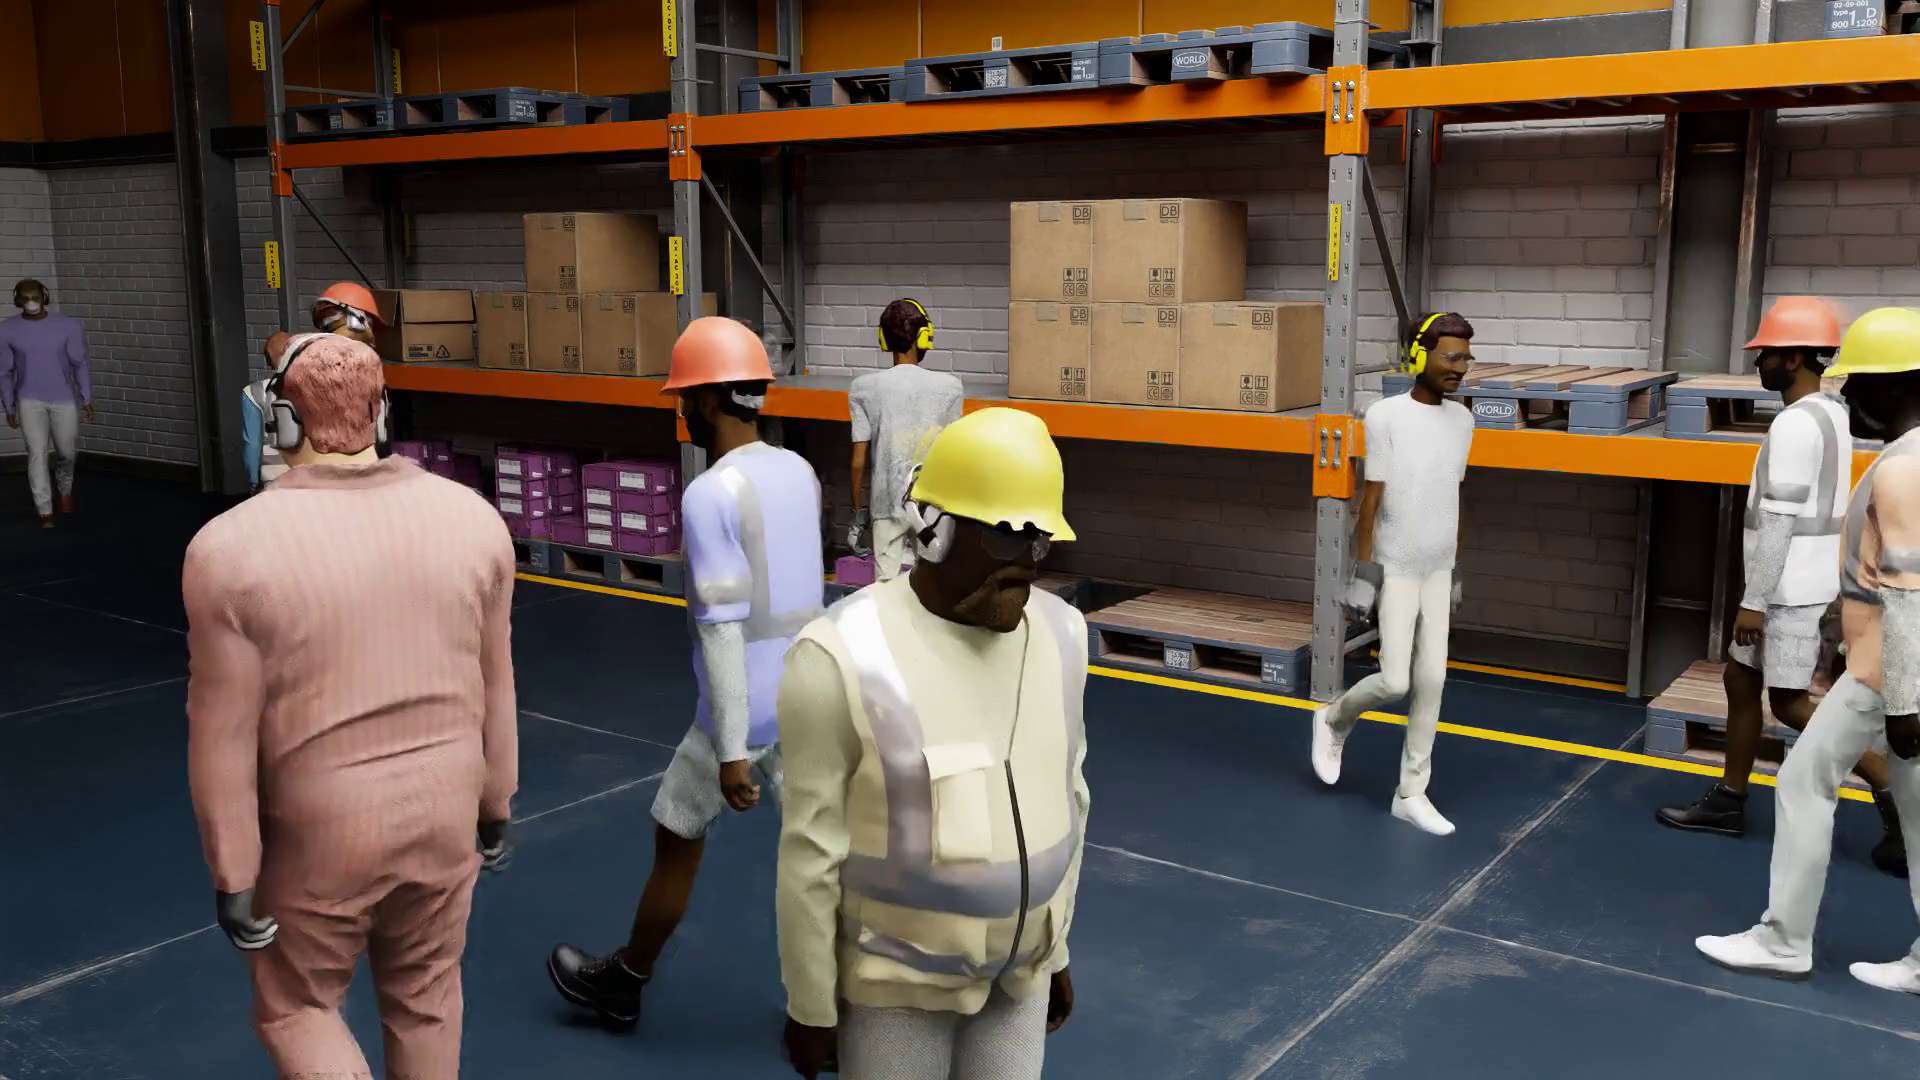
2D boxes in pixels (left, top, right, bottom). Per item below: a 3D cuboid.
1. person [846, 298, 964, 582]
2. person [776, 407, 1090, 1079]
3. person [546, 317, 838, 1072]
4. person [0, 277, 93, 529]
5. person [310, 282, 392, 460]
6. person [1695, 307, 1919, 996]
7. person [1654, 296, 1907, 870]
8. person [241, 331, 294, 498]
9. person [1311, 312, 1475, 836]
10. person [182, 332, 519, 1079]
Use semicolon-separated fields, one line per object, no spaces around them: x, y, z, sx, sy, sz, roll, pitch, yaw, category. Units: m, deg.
-0.229;-0.089;7.094;0.512;1.866;0.330;-1;10;-4;person
-0.064;0.663;2.818;0.591;1.799;0.606;-7;12;-35;person
-0.577;0.391;4.180;1.030;1.872;0.542;5;11;28;person
-7.061;-1.071;12.832;0.639;1.911;0.867;-6;11;-32;person
-2.707;-0.166;7.380;0.615;1.936;0.649;1;10;7;person
2.466;0.318;4.596;0.806;1.893;0.594;9;13;43;person
2.871;0.144;5.570;0.849;1.913;0.544;6;11;33;person
-3.676;-0.329;9.191;0.513;1.640;0.309;-6;11;-33;person
1.584;0.106;5.988;0.546;1.844;0.572;-4;10;-24;person
-1.123;0.552;3.212;0.657;1.893;0.545;-9;13;-42;person
